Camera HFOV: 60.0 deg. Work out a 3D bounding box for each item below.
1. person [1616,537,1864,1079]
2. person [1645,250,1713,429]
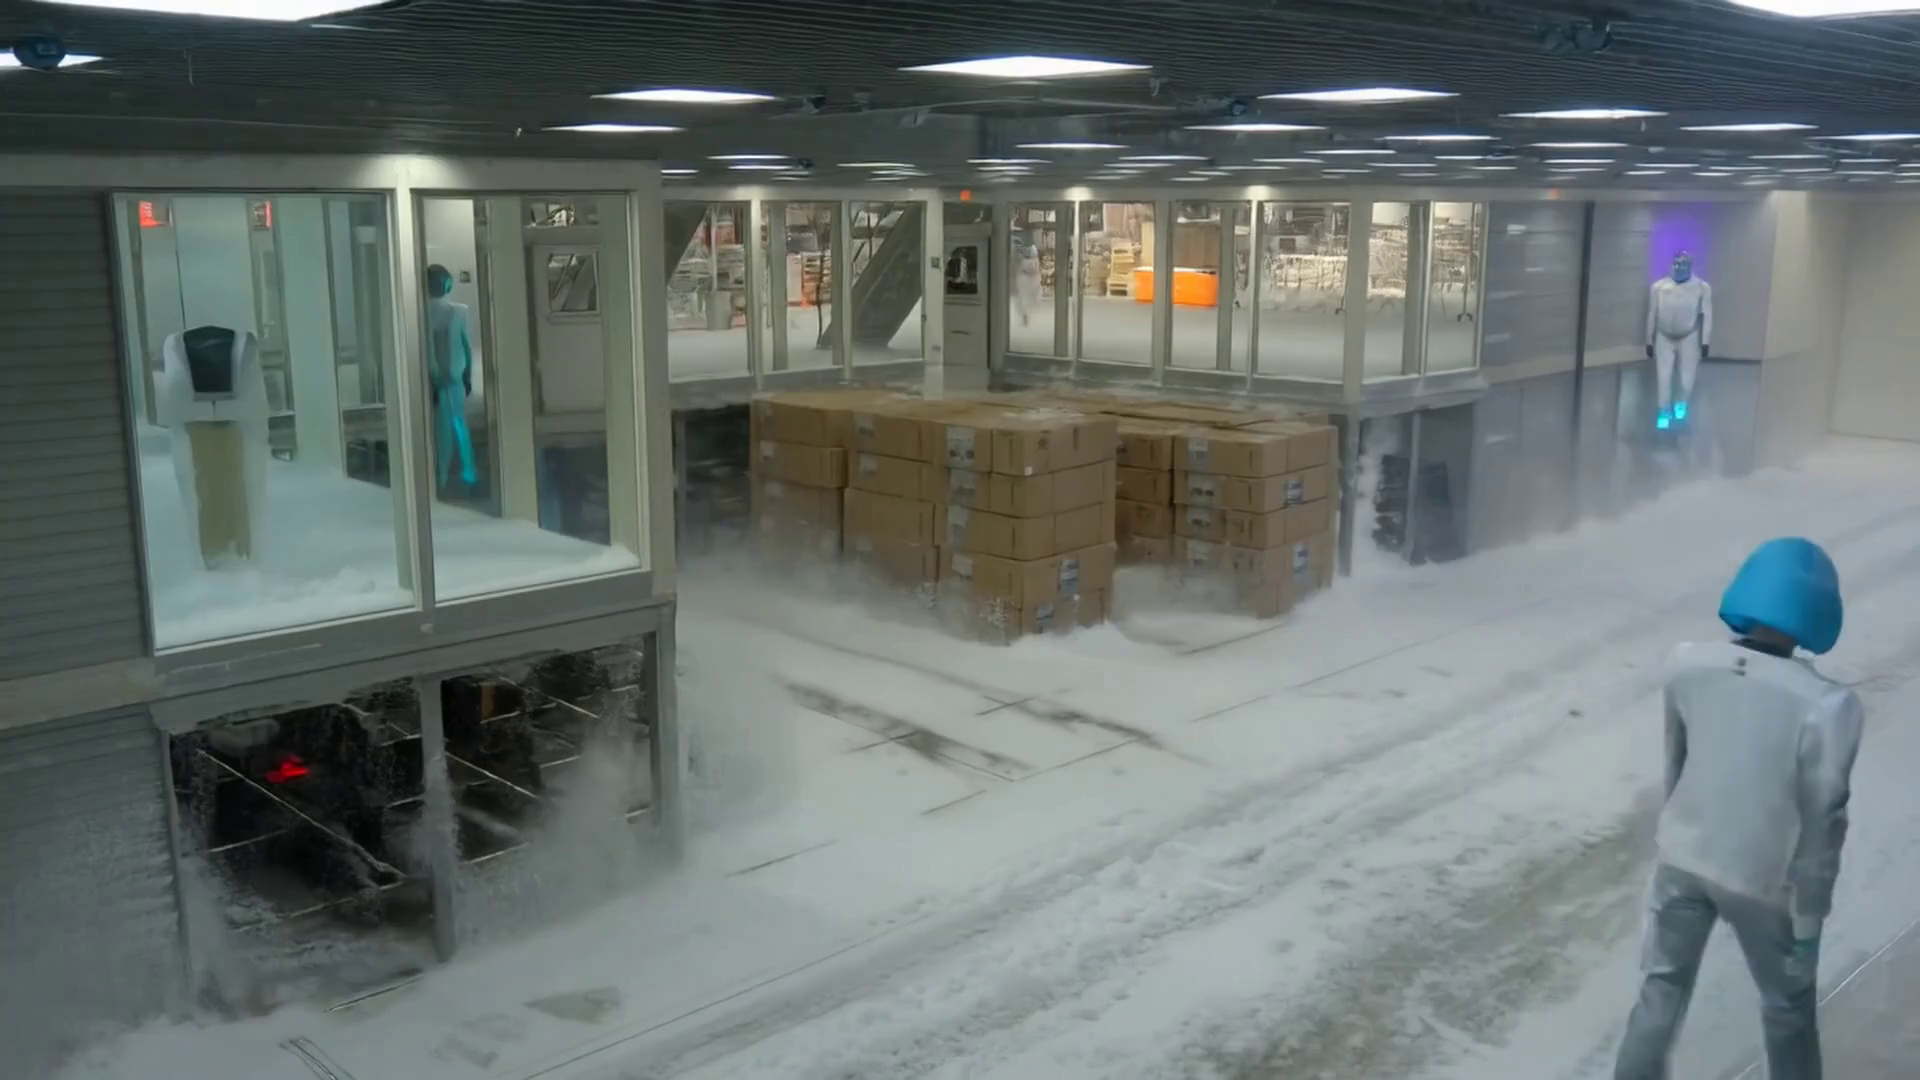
[{"bbox_3d":[1.847,0.776,3.874,0.842,1.586,0.506,-8,14,-34],"label":"person"},{"bbox_3d":[7.649,-2.145,17.741,0.660,1.891,0.642,5,12,25],"label":"person"}]
